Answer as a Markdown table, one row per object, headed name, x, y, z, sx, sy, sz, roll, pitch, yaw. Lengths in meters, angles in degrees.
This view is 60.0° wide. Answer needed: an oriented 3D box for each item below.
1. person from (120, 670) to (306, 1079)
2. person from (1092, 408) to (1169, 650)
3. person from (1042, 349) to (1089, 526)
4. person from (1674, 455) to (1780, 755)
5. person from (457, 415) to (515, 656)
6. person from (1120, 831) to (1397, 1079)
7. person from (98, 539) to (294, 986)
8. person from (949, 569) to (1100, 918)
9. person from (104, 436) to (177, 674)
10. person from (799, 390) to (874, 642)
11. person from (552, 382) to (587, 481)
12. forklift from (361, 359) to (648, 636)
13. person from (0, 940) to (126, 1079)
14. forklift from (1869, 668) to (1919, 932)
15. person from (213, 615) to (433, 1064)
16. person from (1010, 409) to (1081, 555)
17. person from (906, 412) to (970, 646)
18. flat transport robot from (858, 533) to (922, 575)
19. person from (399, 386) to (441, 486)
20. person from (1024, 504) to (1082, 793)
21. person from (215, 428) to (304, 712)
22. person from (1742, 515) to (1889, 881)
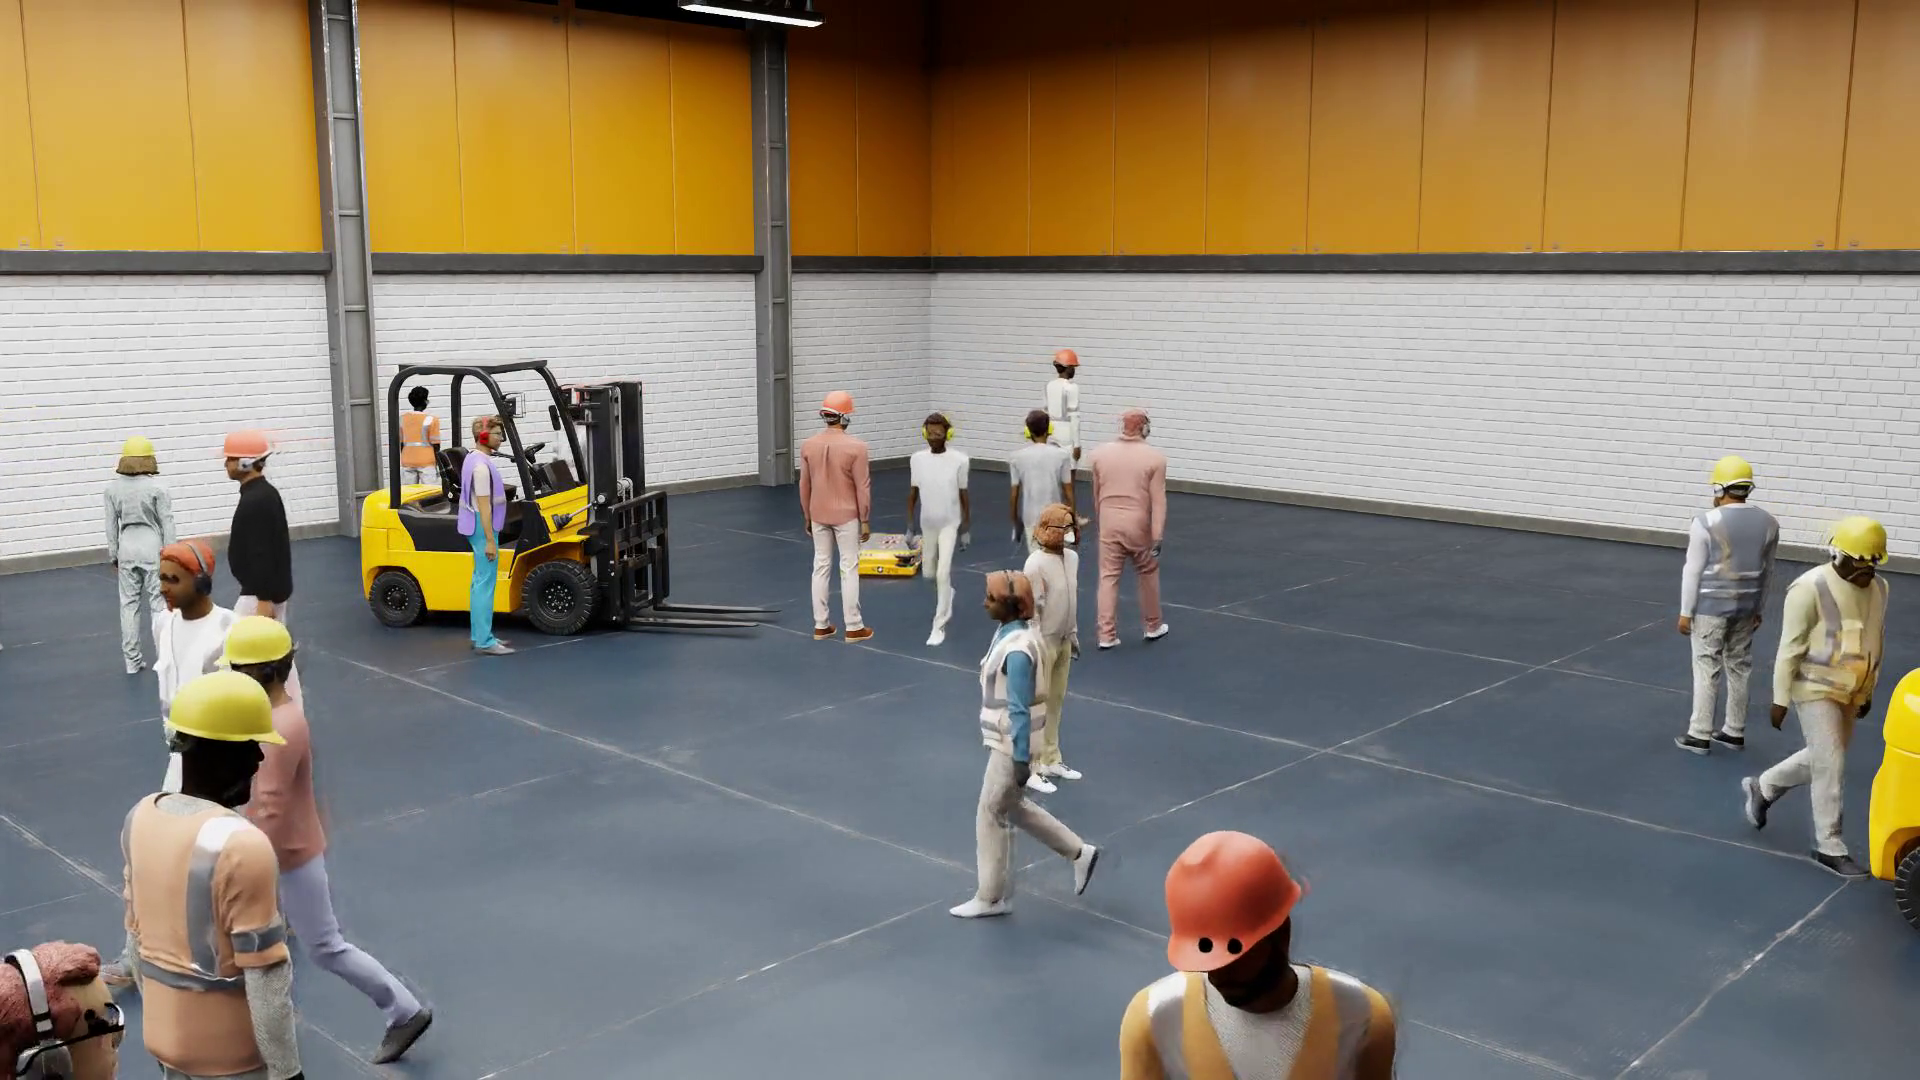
| name | x | y | z | sx | sy | sz | roll | pitch | yaw |
| --- | --- | --- | --- | --- | --- | --- | --- | --- | --- |
| person | -1.927 | 1.290 | 4.376 | 0.589 | 1.918 | 0.390 | 6 | 11 | 34 |
| person | 1.359 | -0.099 | 13.057 | 0.669 | 1.871 | 0.887 | 5 | 10 | 26 |
| person | 1.203 | -1.170 | 19.095 | 0.384 | 2.043 | 0.609 | -7 | 11 | -36 |
| person | 4.653 | 0.397 | 10.131 | 0.593 | 1.829 | 0.403 | -2 | 10 | -14 |
| person | -3.654 | -0.037 | 12.744 | 0.373 | 1.840 | 0.572 | -4 | 10 | -21 |
| person | 0.594 | 1.463 | 3.384 | 0.558 | 1.889 | 0.601 | 2 | 9 | 11 |
| person | -3.172 | 0.914 | 6.944 | 0.603 | 1.828 | 0.972 | 4 | 10 | 25 |
| person | 0.296 | 0.920 | 7.541 | 0.623 | 1.616 | 0.515 | 0 | 9 | 1 |
| person | -5.958 | 0.109 | 12.160 | 0.493 | 1.740 | 0.325 | 0 | 9 | 1 |
| person | -0.974 | -0.186 | 13.190 | 0.612 | 1.995 | 0.392 | 4 | 10 | 25 |
| person | -3.499 | -0.489 | 15.251 | 0.576 | 1.925 | 0.448 | 4 | 10 | 23 |
| forklift | -3.850 | -0.407 | 13.936 | 2.313 | 2.155 | 1.214 | 2 | 9 | 11 |
| person | -1.490 | 1.584 | 2.668 | 0.663 | 1.888 | 0.674 | 9 | 13 | 43 |
| forklift | 5.205 | 0.723 | 7.013 | 2.313 | 2.155 | 1.214 | 9 | 13 | 43 |
| person | -2.389 | 1.115 | 6.022 | 0.860 | 1.733 | 0.525 | -5 | 11 | -29 |
| person | 0.680 | -0.117 | 13.218 | 0.555 | 1.846 | 0.491 | 1 | 9 | 9 |
| person | -0.158 | -0.125 | 13.330 | 0.515 | 1.839 | 0.822 | 3 | 10 | 16 |
| flat transport robot | -0.693 | 0.126 | 16.553 | 0.652 | 0.197 | 1.431 | 1 | 9 | 5 |
| person | -5.834 | -0.818 | 18.004 | 0.524 | 1.690 | 0.320 | 3 | 10 | 15 |
| person | 0.533 | 0.600 | 9.475 | 0.285 | 1.634 | 0.499 | 6 | 11 | 35 |
| person | -4.327 | 0.300 | 10.240 | 0.539 | 1.978 | 0.647 | -2 | 10 | -14 |
| person | 4.270 | 0.722 | 8.307 | 0.651 | 1.777 | 0.822 | -4 | 10 | -23 |
